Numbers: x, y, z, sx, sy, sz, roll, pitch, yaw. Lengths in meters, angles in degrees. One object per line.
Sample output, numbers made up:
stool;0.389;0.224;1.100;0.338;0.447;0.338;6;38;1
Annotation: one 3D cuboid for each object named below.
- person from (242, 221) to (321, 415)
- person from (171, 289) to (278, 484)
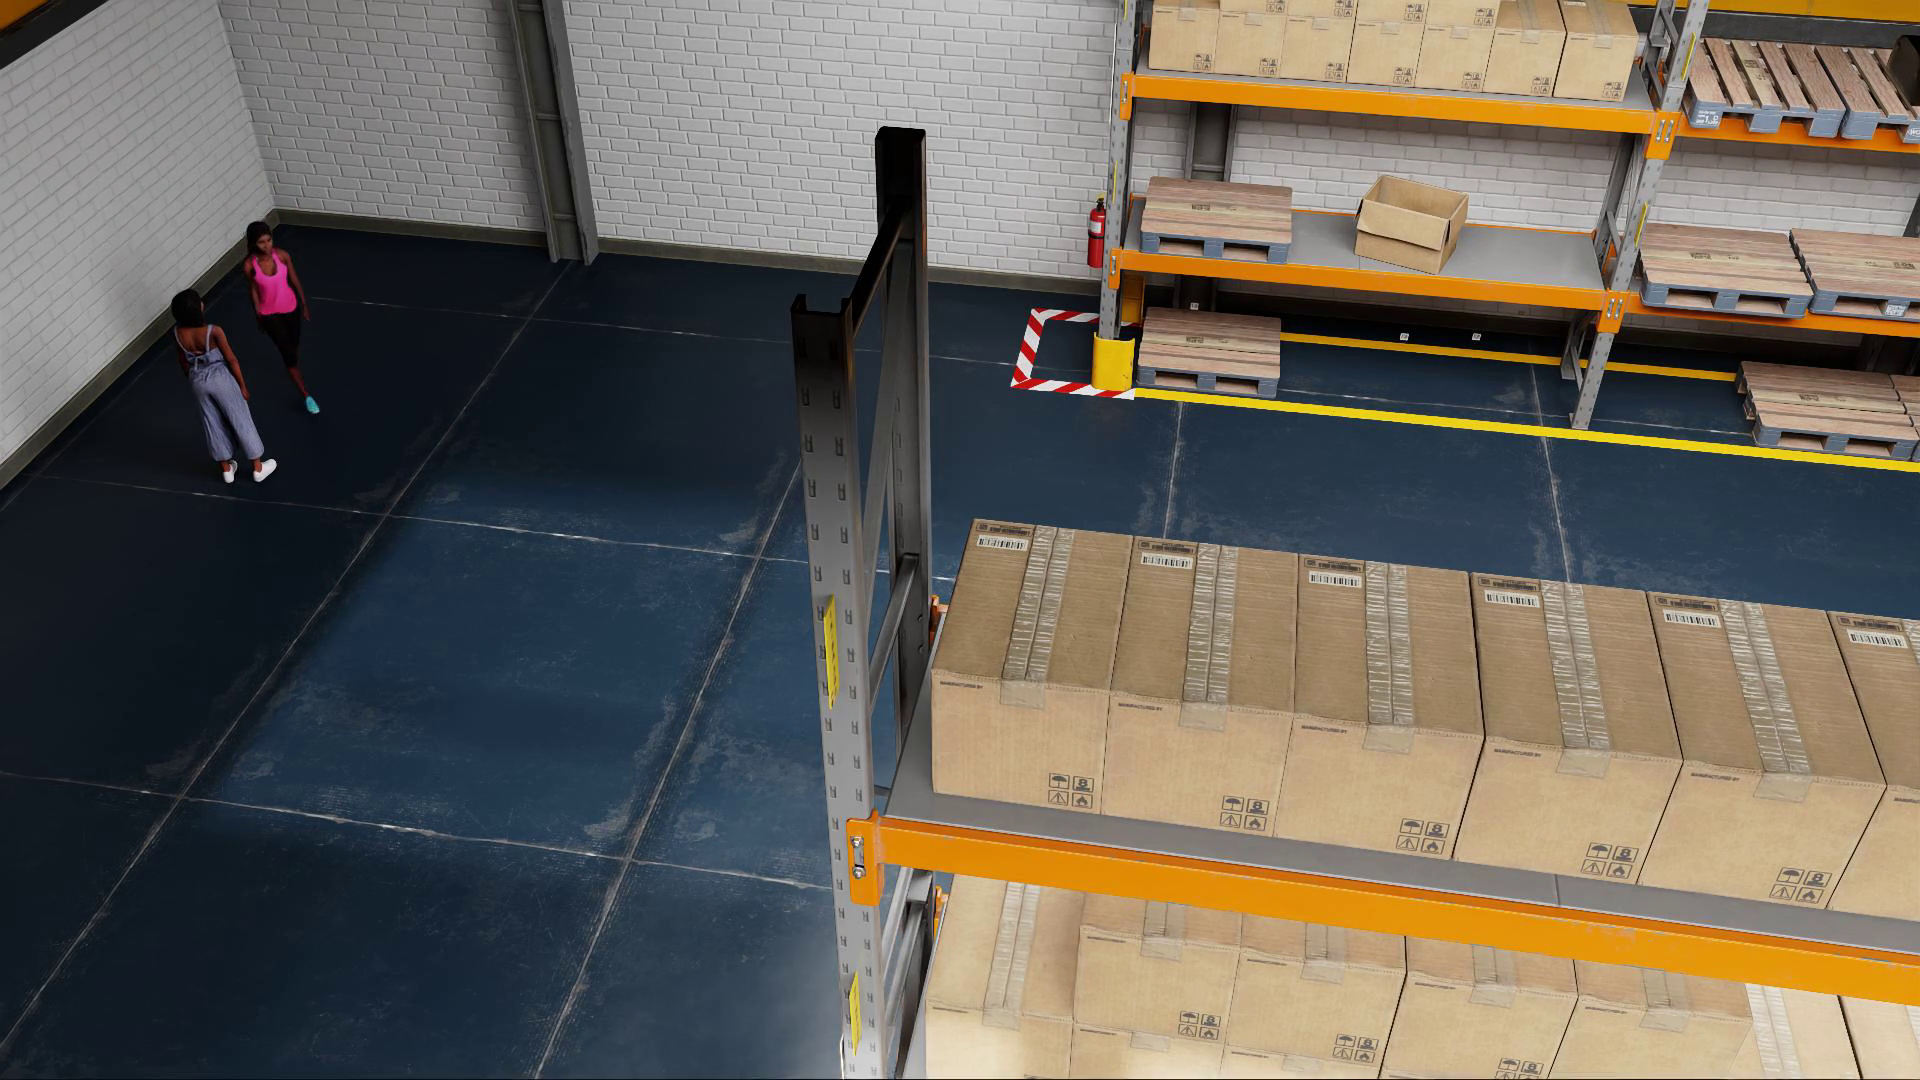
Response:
person;-5.665;-1.917;13.778;1.043;1.684;1.121;-24;45;-27
person;-5.752;-1.188;12.856;0.498;1.695;0.675;0;39;0
